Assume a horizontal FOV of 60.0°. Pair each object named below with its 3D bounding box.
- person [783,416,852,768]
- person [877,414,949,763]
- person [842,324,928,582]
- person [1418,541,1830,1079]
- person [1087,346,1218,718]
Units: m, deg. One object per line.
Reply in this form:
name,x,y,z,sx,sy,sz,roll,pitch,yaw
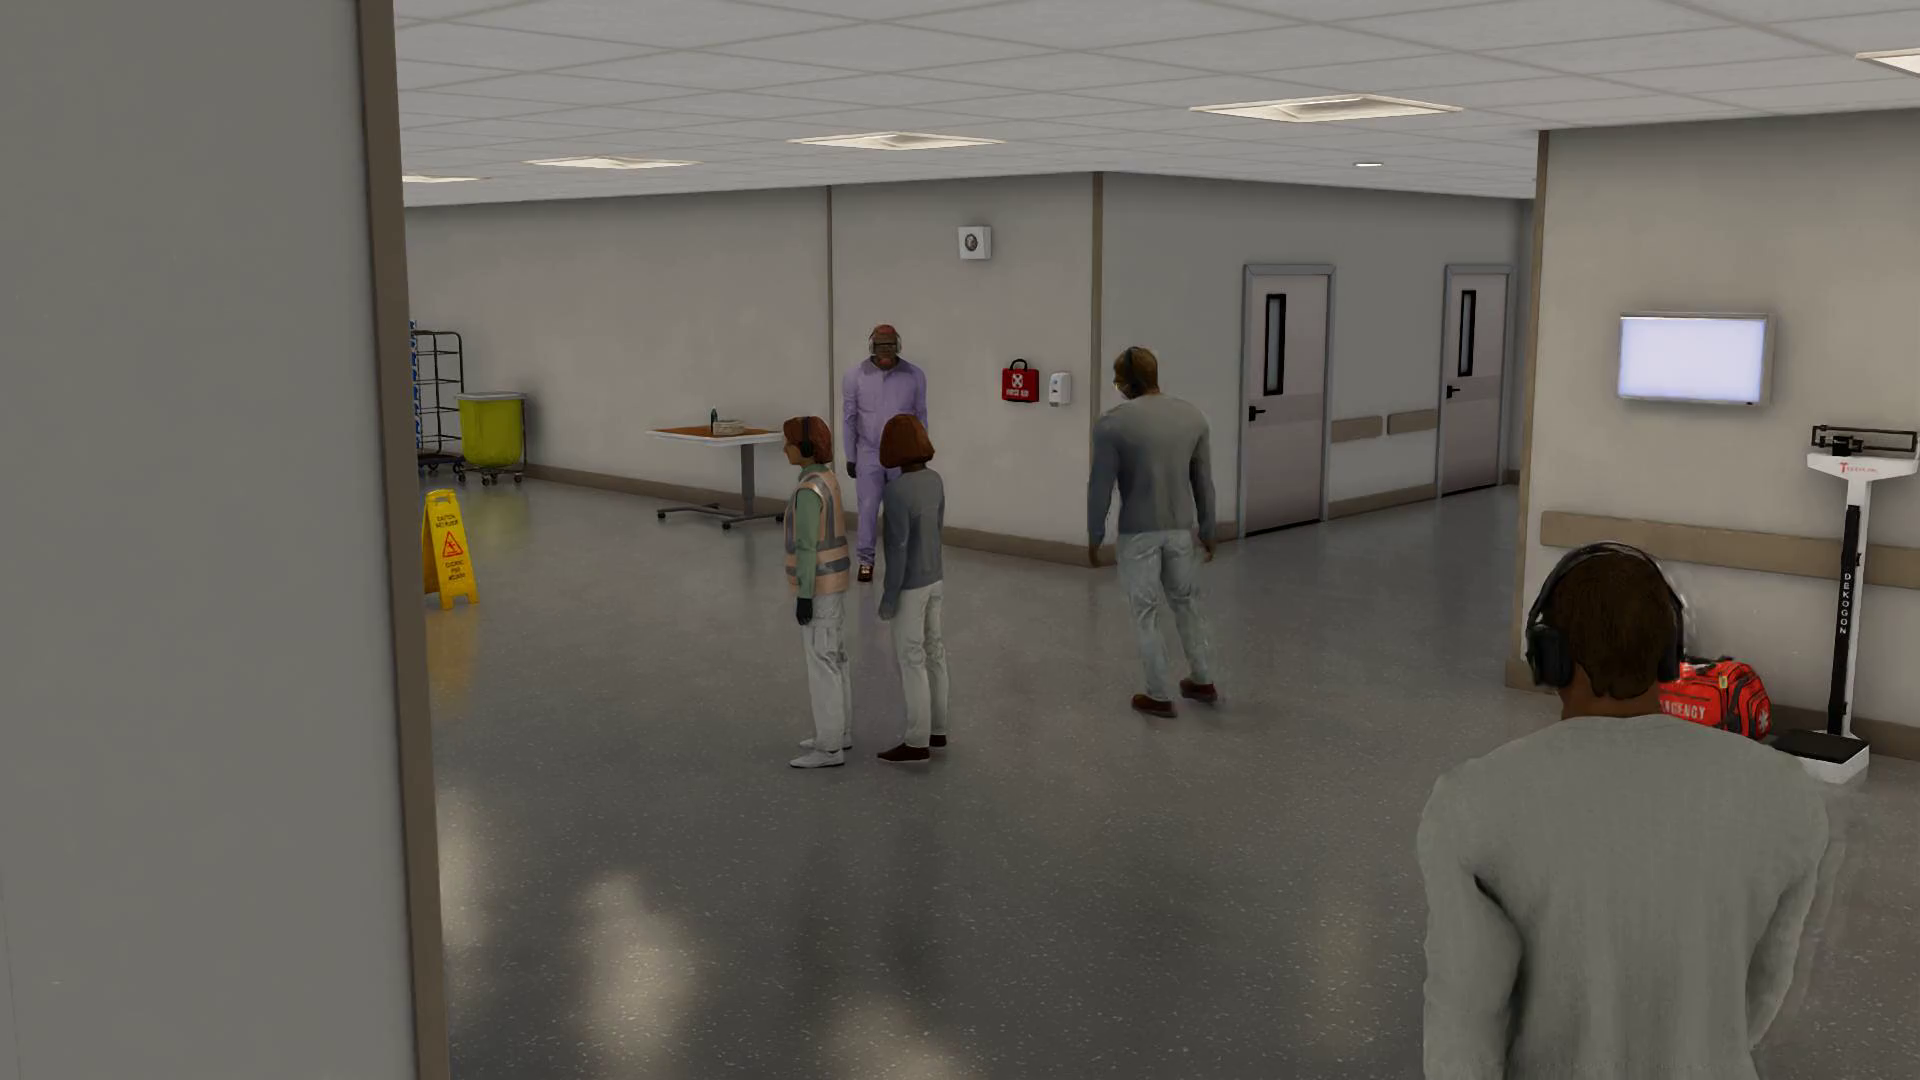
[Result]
person,-0.664,0.236,7.731,0.318,1.630,0.514,1,9,4
person,-0.231,0.227,7.770,0.287,1.631,0.501,4,10,25
person,-0.549,-0.637,12.265,0.632,1.899,0.401,-1,9,-6
person,1.024,0.940,2.671,0.623,1.879,1.069,1,9,6
person,0.975,-0.037,8.553,0.692,1.907,0.438,-3,10,-19
